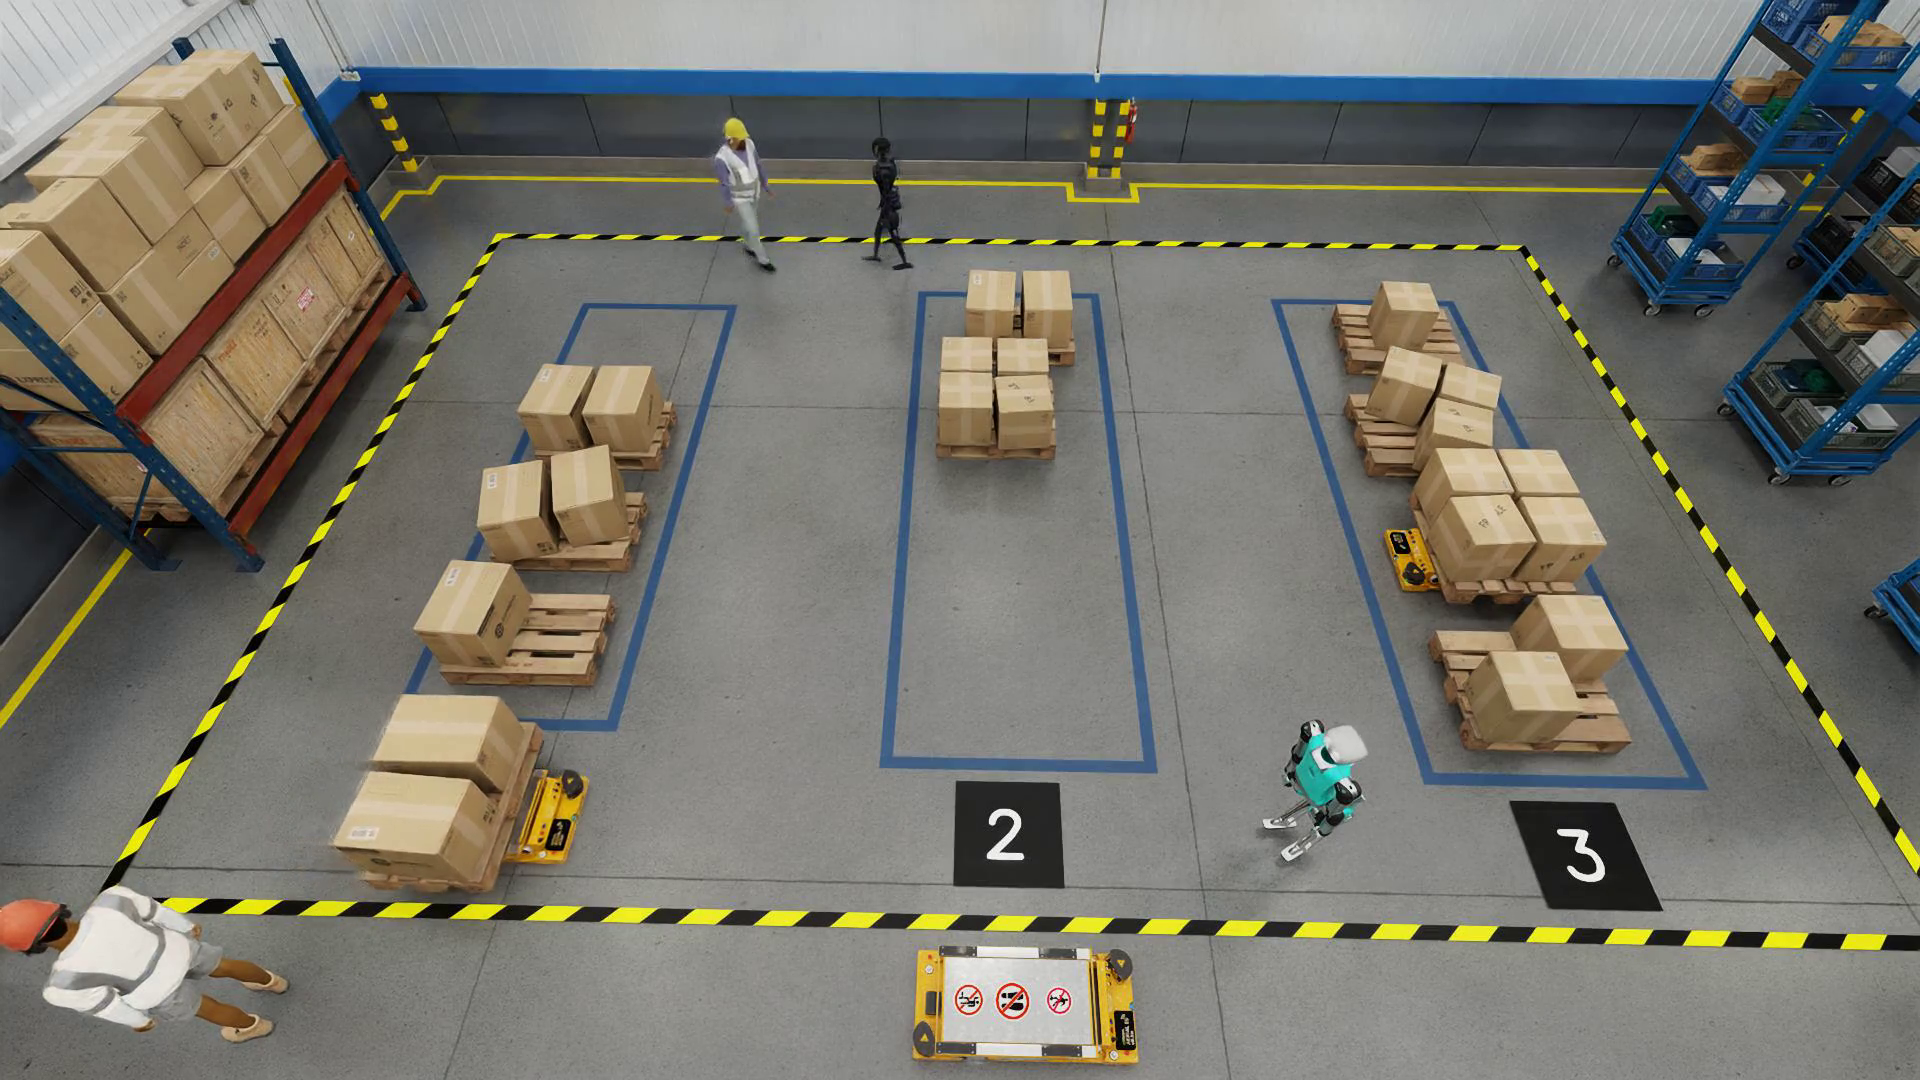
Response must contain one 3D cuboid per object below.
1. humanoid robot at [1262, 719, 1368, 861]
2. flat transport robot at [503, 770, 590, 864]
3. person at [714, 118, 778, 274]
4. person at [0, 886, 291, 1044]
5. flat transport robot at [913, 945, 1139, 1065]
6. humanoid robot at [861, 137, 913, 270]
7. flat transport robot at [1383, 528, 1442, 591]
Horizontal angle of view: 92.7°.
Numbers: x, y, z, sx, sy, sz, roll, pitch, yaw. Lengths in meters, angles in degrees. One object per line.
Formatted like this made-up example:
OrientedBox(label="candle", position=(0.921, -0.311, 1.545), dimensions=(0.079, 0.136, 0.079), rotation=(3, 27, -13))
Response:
OrientedBox(label="humanoid robot", position=(2.495, 1.654, 6.101), dimensions=(0.735, 1.681, 0.533), rotation=(-13, 52, -10))
OrientedBox(label="flat transport robot", position=(-3.575, 2.037, 6.807), dimensions=(1.431, 0.197, 0.652), rotation=(1, 51, 1))
OrientedBox(label="person", position=(-2.428, -4.041, 10.785), dimensions=(0.776, 1.803, 0.619), rotation=(25, 55, 19))
OrientedBox(label="person", position=(-4.683, 2.500, 5.312), dimensions=(0.403, 2.030, 0.609), rotation=(0, 51, 0))
OrientedBox(label="flat transport robot", position=(0.422, 3.041, 6.007), dimensions=(1.431, 0.231, 0.659), rotation=(1, 51, 1))
OrientedBox(label="humanoid robot", position=(-0.902, -3.909, 10.776), dimensions=(0.641, 1.636, 0.589), rotation=(-7, 51, -6))
OrientedBox(label="flat transport robot", position=(4.689, 0.155, 8.342), dimensions=(1.431, 0.197, 0.652), rotation=(1, 51, 1))
